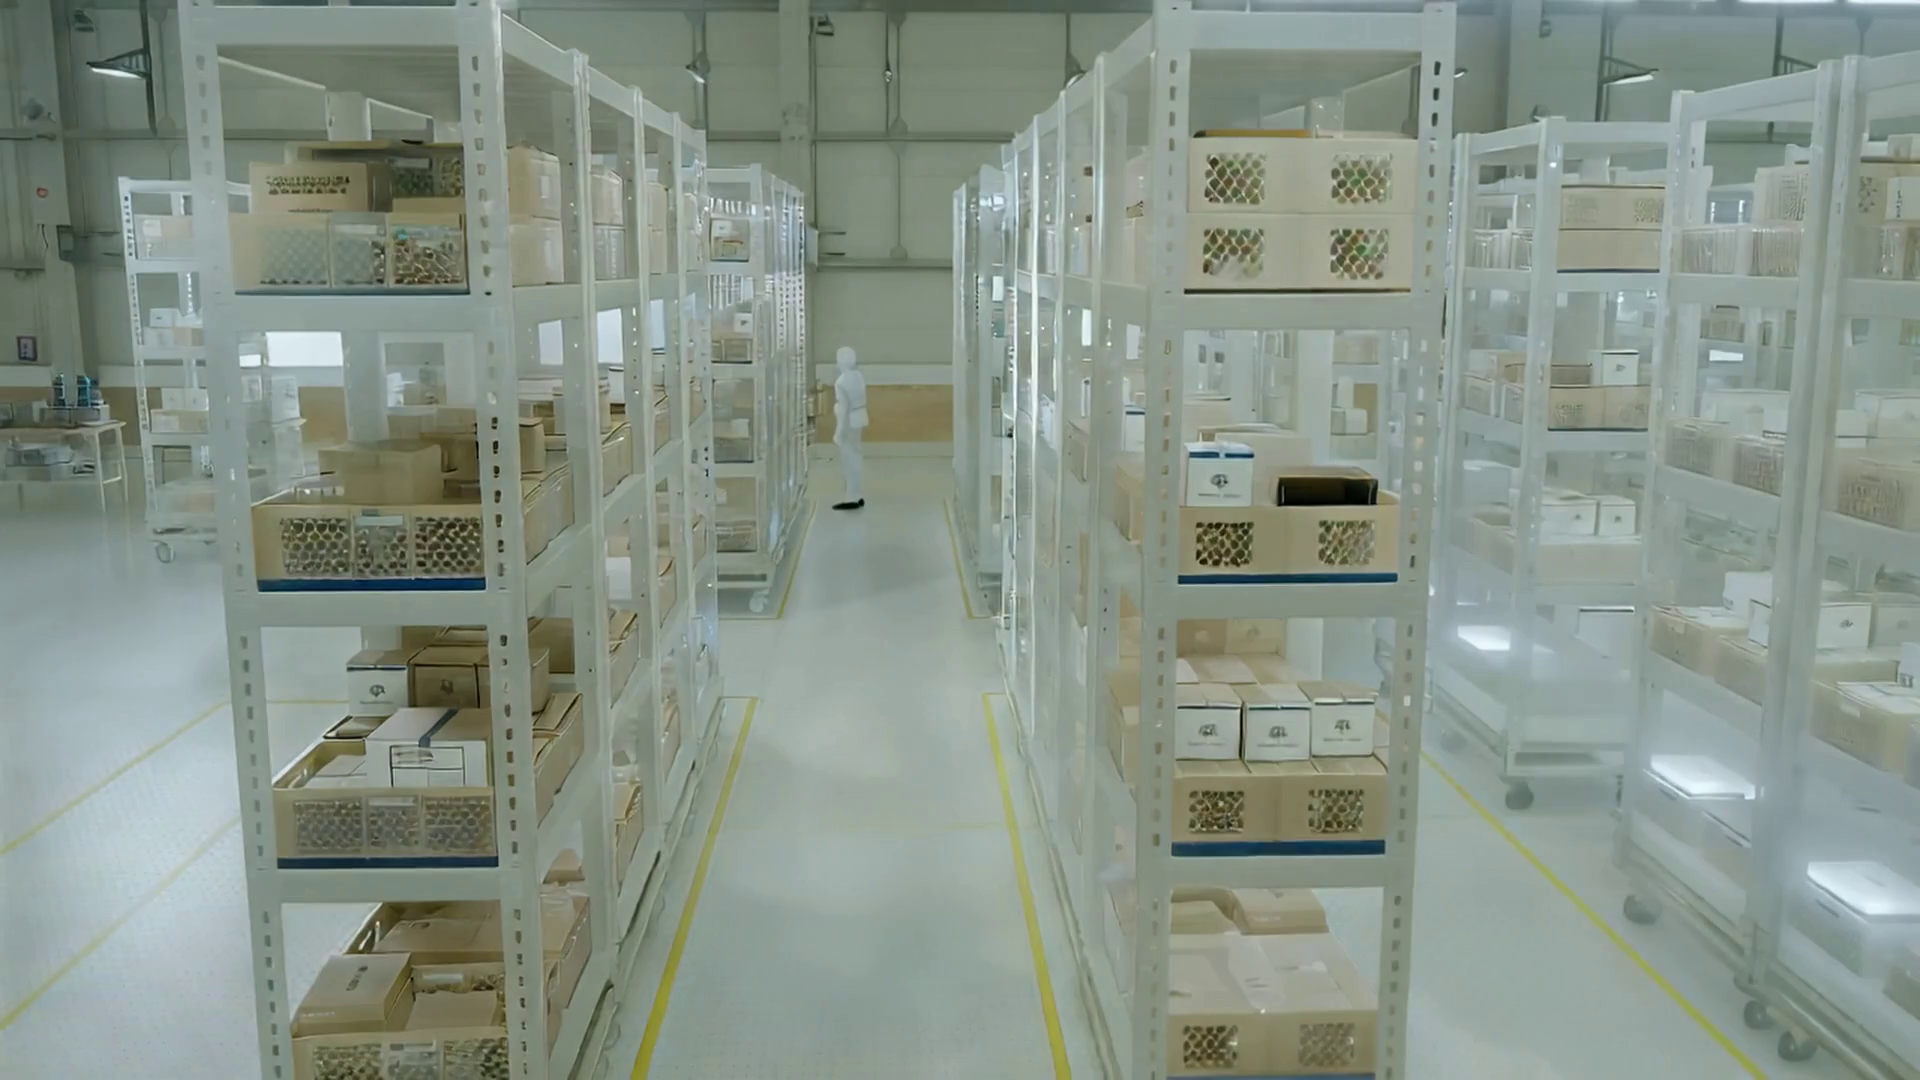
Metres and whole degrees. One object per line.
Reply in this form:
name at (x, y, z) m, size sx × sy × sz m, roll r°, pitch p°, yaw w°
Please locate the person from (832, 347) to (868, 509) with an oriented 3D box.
person at (-1.252, -1.276, 19.000) m, size 0.373 × 1.843 × 0.570 m, roll 4°, pitch 11°, yaw 21°
